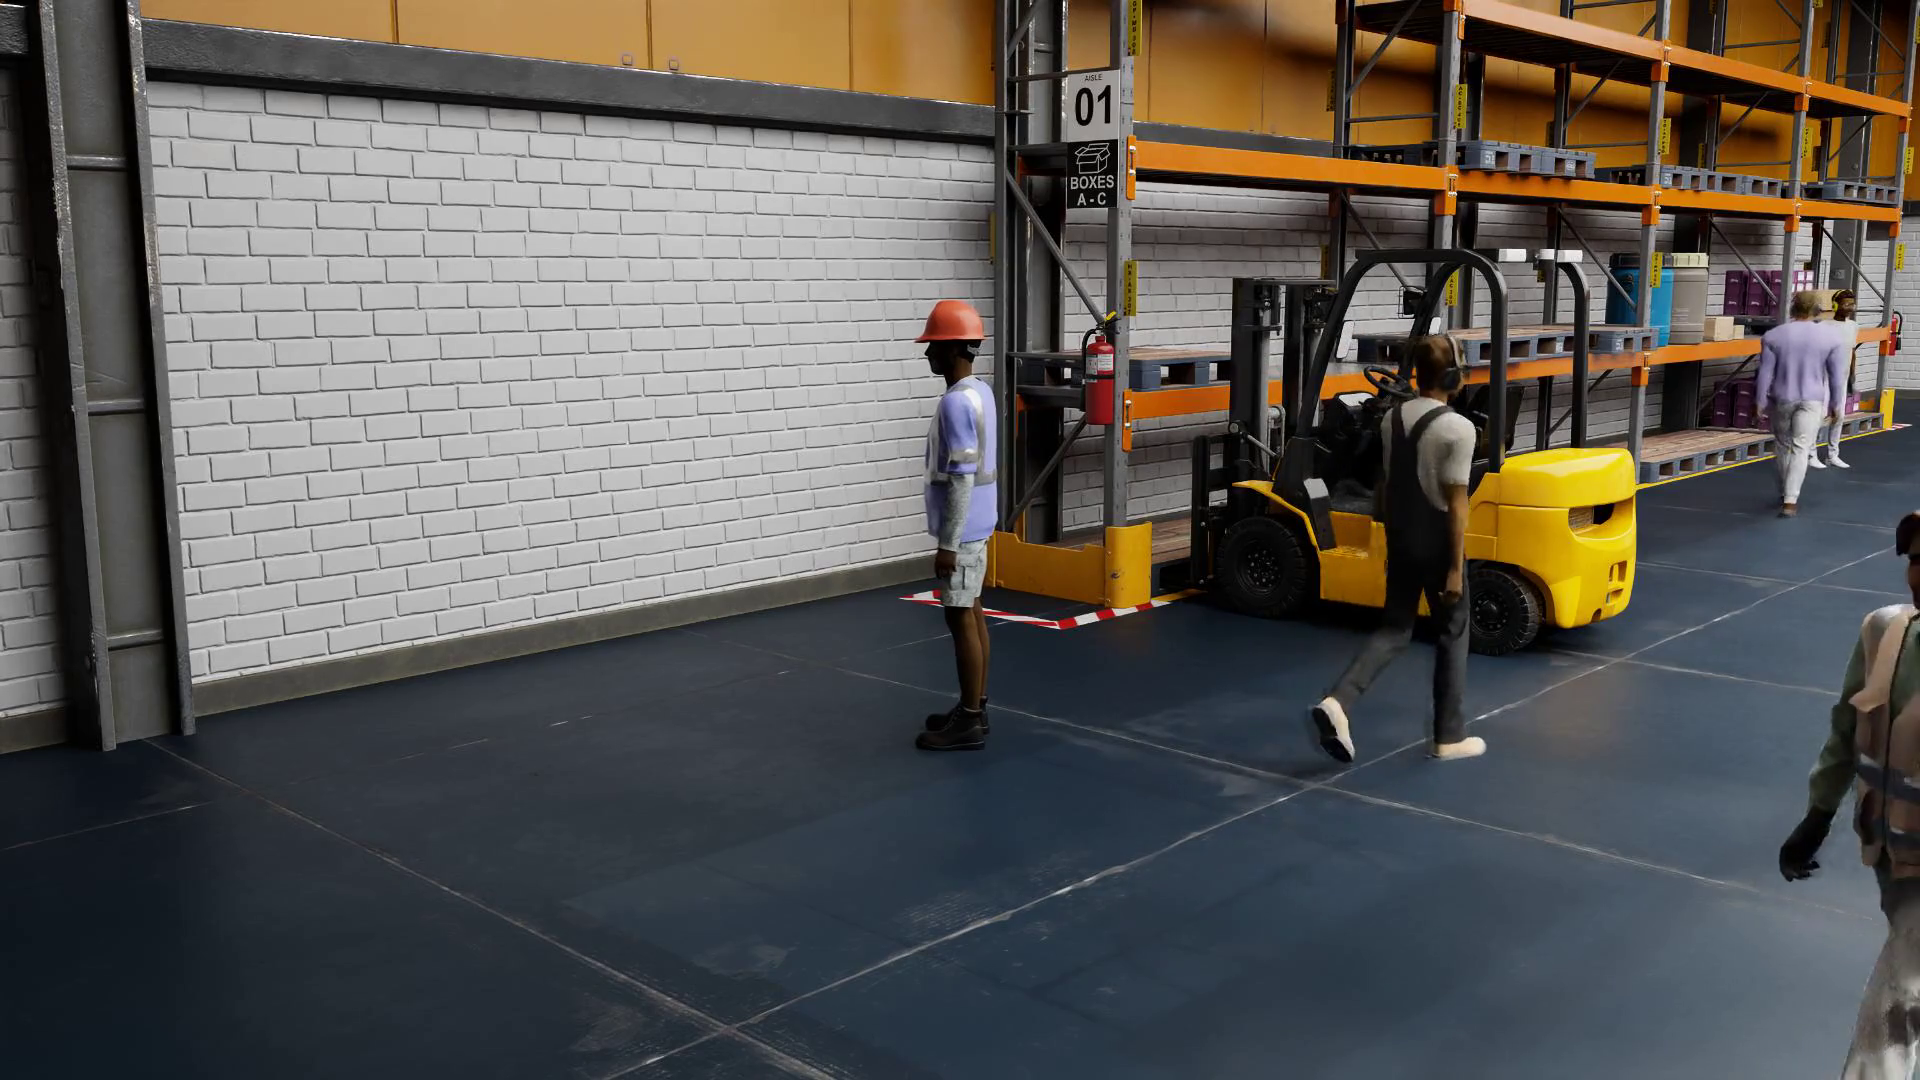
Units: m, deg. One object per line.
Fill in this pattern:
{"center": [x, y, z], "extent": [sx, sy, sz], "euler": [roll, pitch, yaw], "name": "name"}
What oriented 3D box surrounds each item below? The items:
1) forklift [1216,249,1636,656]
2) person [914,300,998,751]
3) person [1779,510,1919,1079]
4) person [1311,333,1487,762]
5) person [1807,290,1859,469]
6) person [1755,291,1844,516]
{"center": [2.710, -0.584, 9.626], "extent": [2.313, 2.155, 1.214], "euler": [9, 13, 43], "name": "forklift"}
{"center": [-0.022, -0.058, 7.186], "extent": [0.356, 1.937, 0.552], "euler": [1, 9, 9], "name": "person"}
{"center": [2.123, 0.700, 3.590], "extent": [0.864, 1.596, 0.521], "euler": [-1, 9, -6], "name": "person"}
{"center": [1.858, 0.057, 6.879], "extent": [0.795, 1.821, 0.503], "euler": [-5, 11, -30], "name": "person"}
{"center": [9.089, -1.665, 17.291], "extent": [0.511, 1.860, 0.318], "euler": [-2, 10, -13], "name": "person"}
{"center": [7.128, -1.164, 14.127], "extent": [0.645, 1.884, 1.048], "euler": [6, 11, 32], "name": "person"}
